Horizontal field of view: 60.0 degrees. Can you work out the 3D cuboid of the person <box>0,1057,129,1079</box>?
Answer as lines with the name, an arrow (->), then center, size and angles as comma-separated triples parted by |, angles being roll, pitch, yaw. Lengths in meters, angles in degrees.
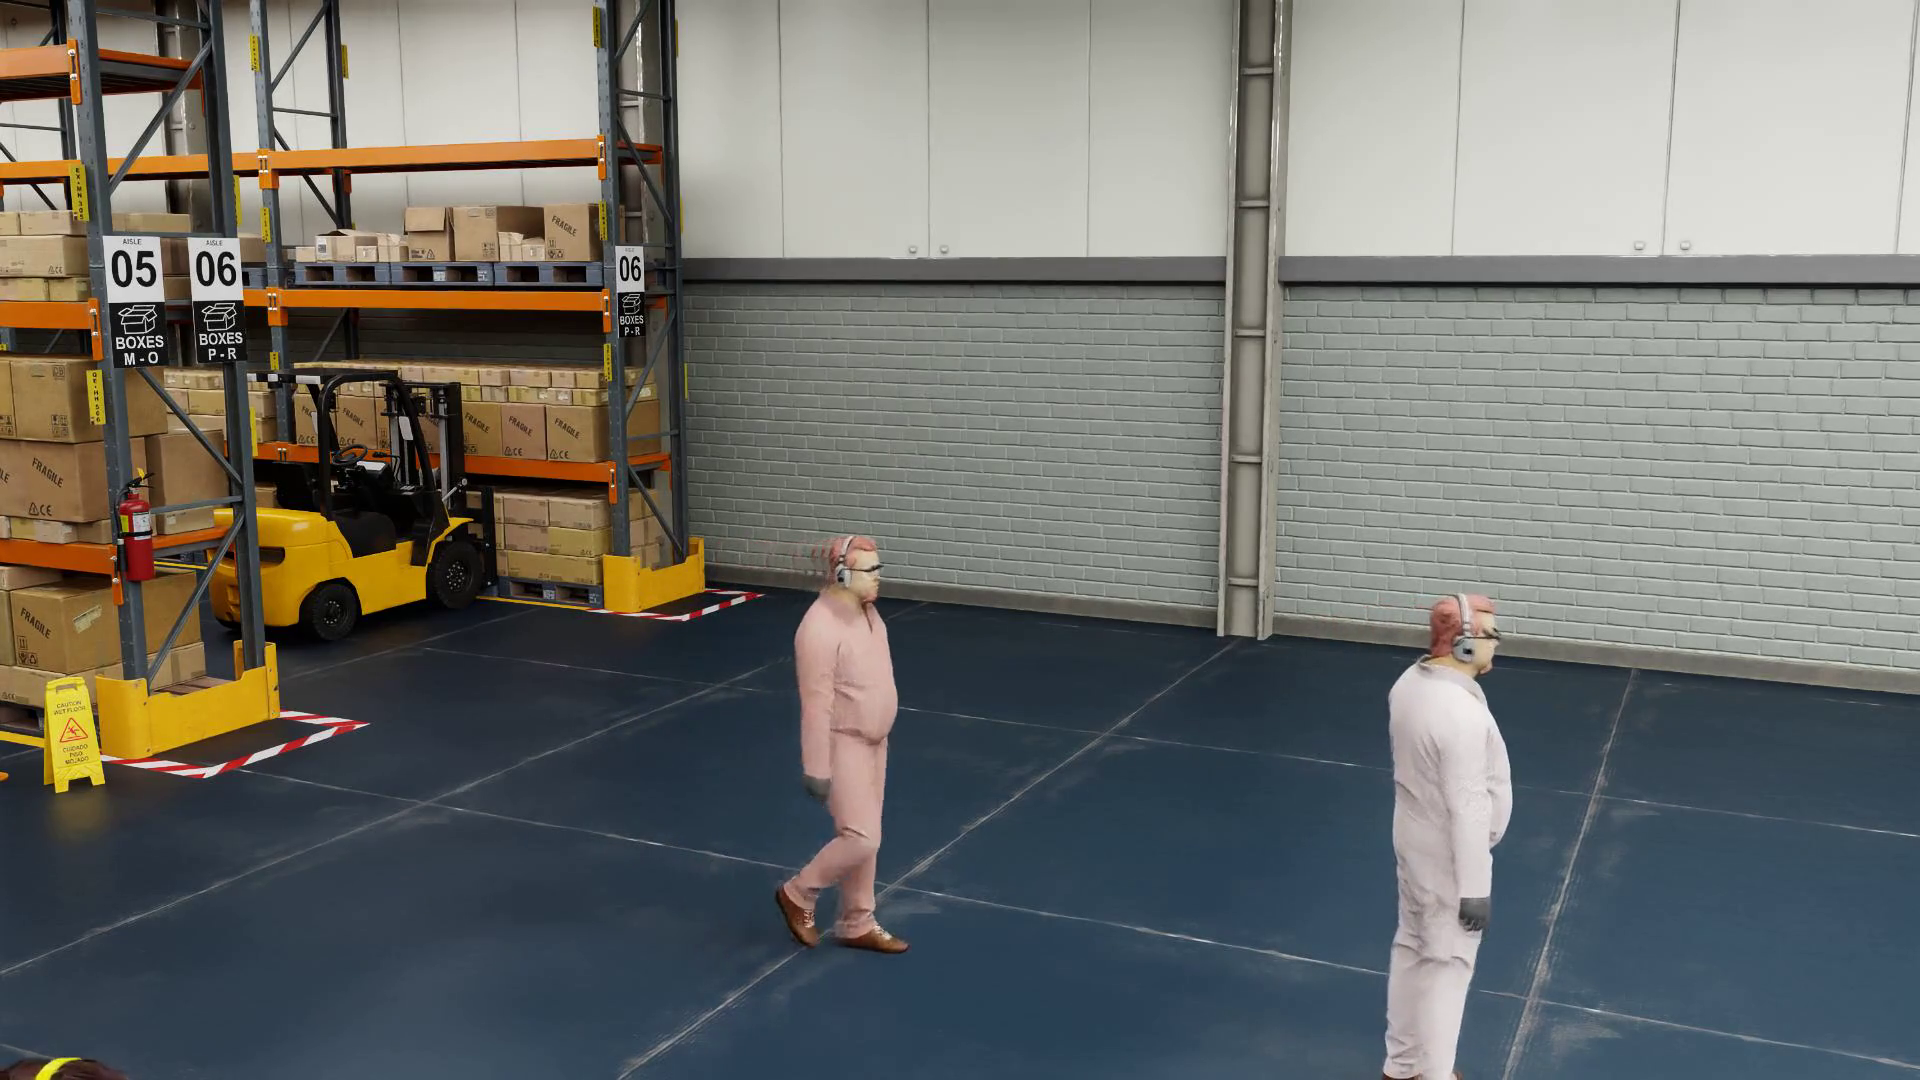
person -> -1.344, 1.686, 2.613 | 0.328, 1.871, 0.510 | 0, 9, -1

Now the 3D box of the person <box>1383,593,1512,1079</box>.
person -> 1.748, 1.129, 5.919 | 0.403, 1.905, 0.650 | -1, 9, -4

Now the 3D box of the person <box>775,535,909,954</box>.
person -> -0.501, 0.908, 7.295 | 0.485, 1.891, 0.667 | 3, 10, 17
